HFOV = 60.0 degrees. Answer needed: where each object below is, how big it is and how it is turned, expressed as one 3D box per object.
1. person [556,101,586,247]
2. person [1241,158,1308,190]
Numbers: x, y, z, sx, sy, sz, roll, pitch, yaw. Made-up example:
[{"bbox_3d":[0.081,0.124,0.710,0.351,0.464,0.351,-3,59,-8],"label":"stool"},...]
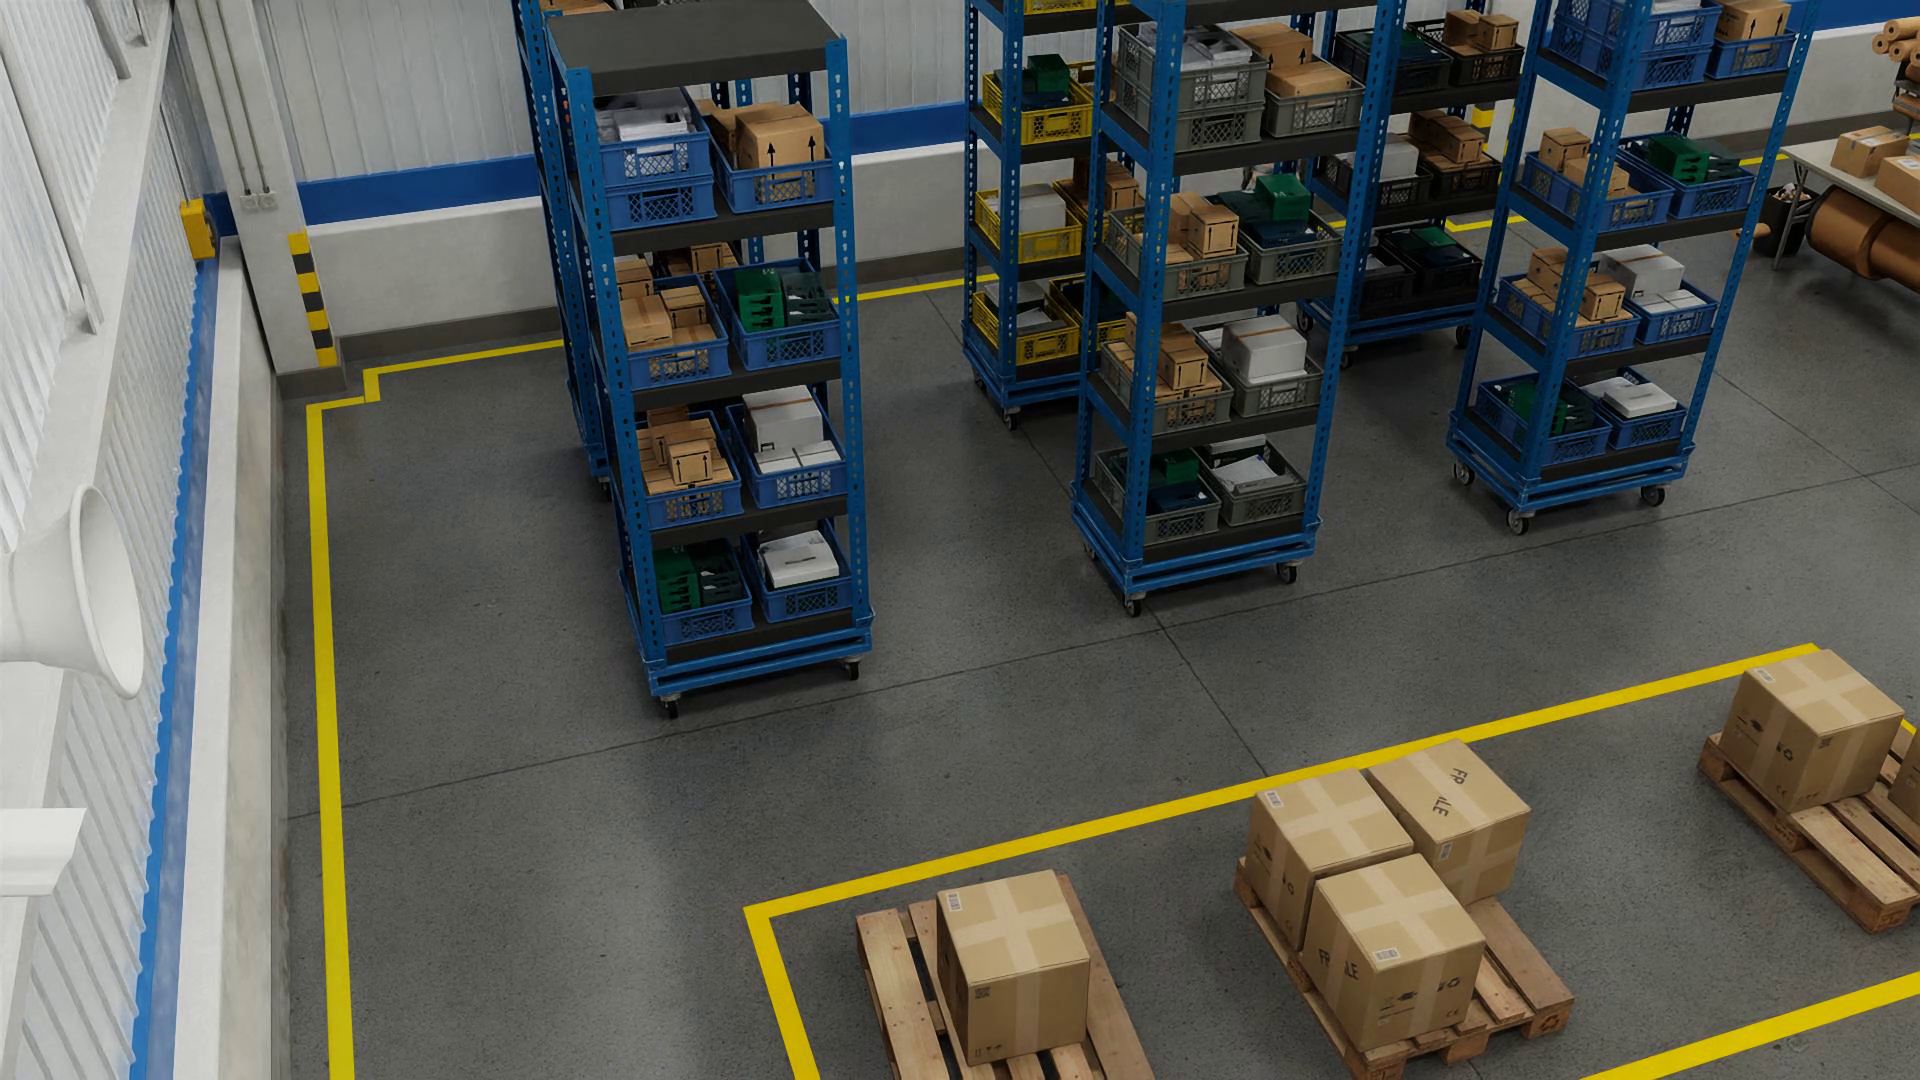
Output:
[{"bbox_3d":[-2.537,-2.115,11.547,0.609,1.995,0.376,24,42,30],"label":"person"},{"bbox_3d":[2.412,-2.749,12.751,0.514,1.637,0.313,3,35,5],"label":"person"}]
